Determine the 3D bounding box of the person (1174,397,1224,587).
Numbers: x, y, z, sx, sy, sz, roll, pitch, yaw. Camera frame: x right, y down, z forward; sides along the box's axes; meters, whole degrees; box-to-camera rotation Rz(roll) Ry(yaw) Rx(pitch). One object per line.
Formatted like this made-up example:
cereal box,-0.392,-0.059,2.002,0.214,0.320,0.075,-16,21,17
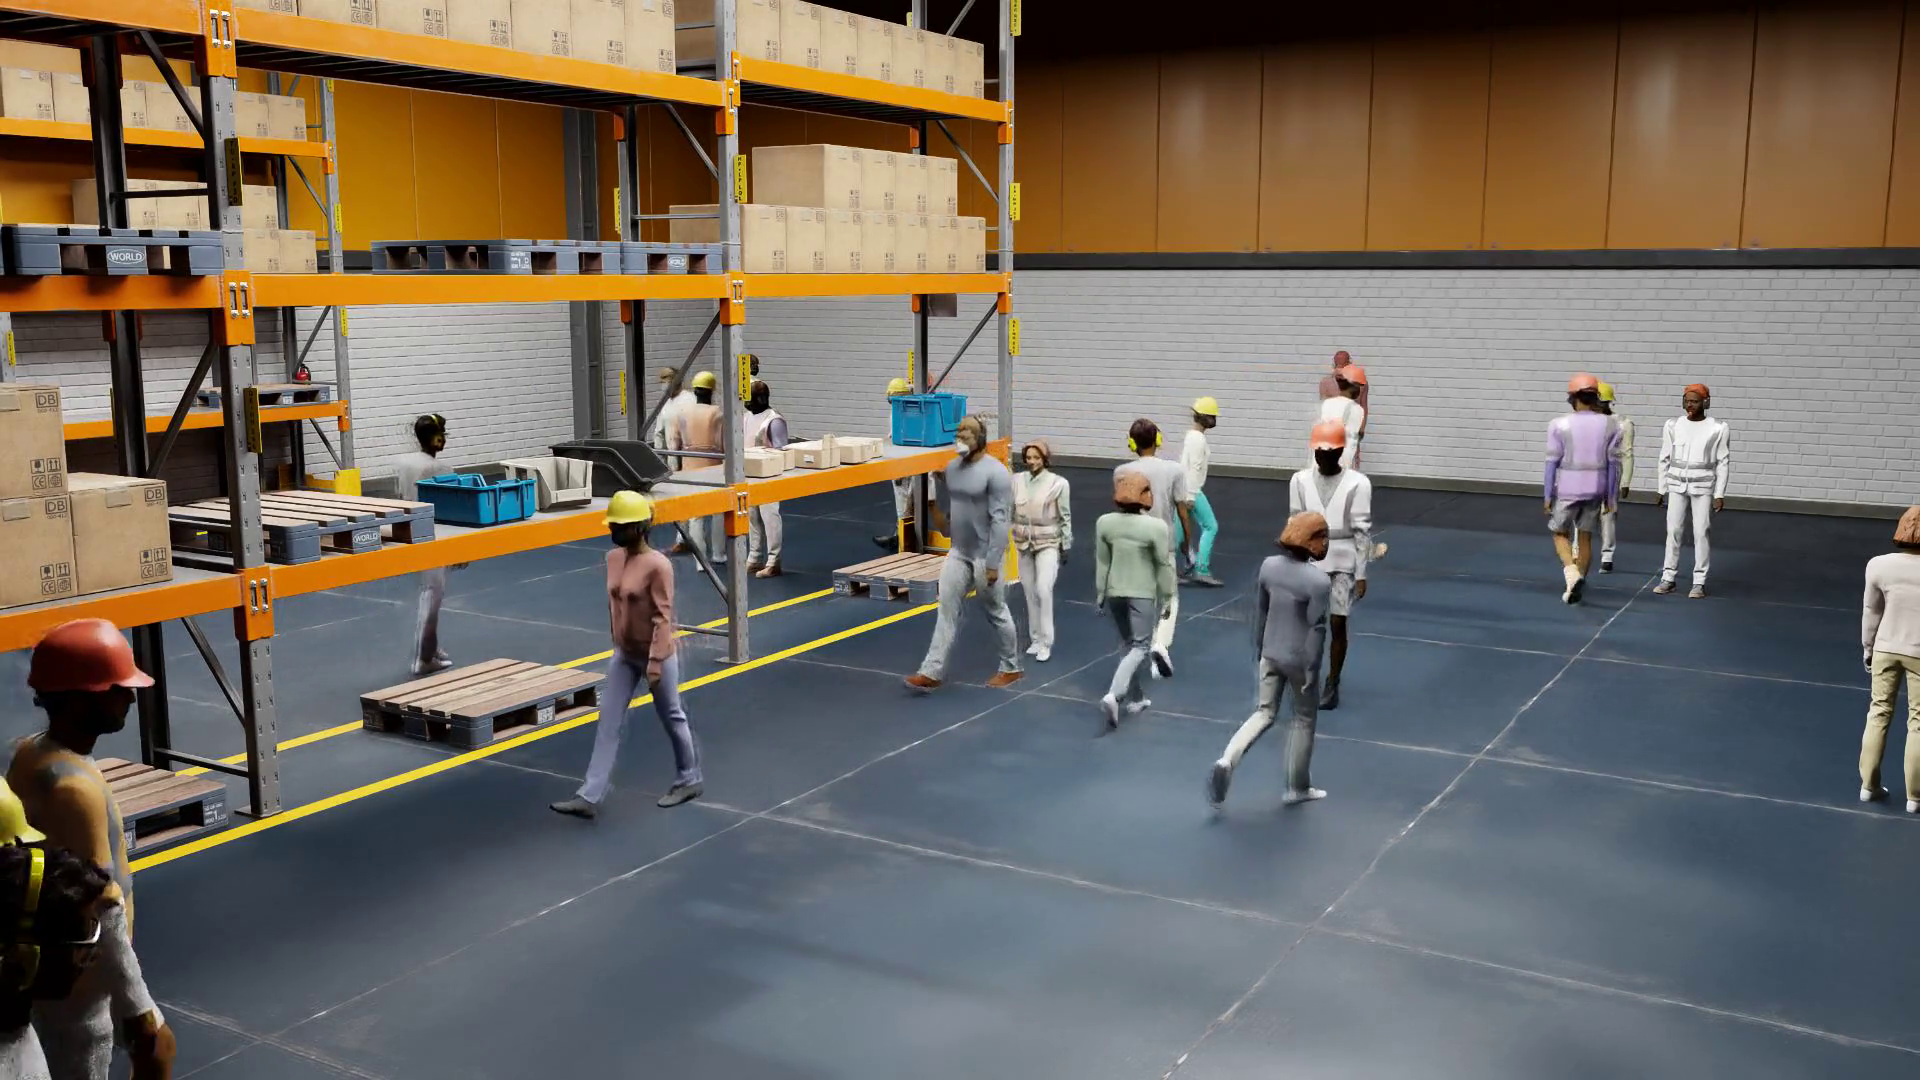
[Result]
person,2.138,-0.427,15.054,0.648,1.727,0.534,0,9,-2

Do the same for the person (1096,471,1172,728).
person,1.069,0.363,10.505,0.509,1.606,0.745,6,11,33

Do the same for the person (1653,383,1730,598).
person,6.419,-0.431,14.600,0.578,1.882,0.346,8,12,41

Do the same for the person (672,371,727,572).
person,-2.445,-0.668,15.987,0.605,1.902,0.696,0,9,1

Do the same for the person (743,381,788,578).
person,-1.880,-0.567,15.582,0.429,1.840,0.636,-8,12,-40

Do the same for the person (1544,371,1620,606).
person,5.247,-0.408,14.040,0.610,2.018,0.620,1,9,3

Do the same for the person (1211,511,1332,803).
person,1.674,0.643,8.745,0.693,1.605,0.540,-7,11,-36

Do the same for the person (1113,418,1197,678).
person,1.346,0.083,11.565,0.600,1.827,0.559,2,9,13

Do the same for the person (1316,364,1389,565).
person,3.684,-0.706,16.022,1.099,1.968,0.616,-6,11,-34

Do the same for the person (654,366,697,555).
person,-2.881,-0.800,16.808,0.663,1.909,0.708,8,12,42

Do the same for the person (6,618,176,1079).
person,-2.317,1.154,4.615,0.768,1.906,0.584,-6,11,-34

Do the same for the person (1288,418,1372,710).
person,2.377,0.167,10.766,0.559,1.916,0.480,4,10,25

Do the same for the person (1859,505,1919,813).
person,5.031,0.624,8.819,0.277,1.629,0.496,-7,11,-36

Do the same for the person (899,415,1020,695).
person,0.041,0.112,11.195,0.930,1.890,0.652,-8,12,-40

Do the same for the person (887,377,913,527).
person,-0.633,-0.853,17.673,0.319,1.742,0.492,4,10,23

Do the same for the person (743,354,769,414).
person,-2.588,-1.385,20.679,0.624,1.847,0.429,9,13,44

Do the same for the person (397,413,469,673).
person,-3.758,0.018,11.906,0.550,1.847,0.577,5,10,30

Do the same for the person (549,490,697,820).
person,-1.713,0.604,8.623,0.549,1.714,0.892,7,12,38

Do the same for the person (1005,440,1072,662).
person,0.526,0.081,12.223,0.510,1.618,0.632,5,10,26

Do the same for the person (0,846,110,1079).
person,-1.825,1.446,3.017,0.632,1.839,0.581,-6,11,-32

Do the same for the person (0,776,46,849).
person,-2.286,1.389,3.675,0.613,1.743,0.546,-8,12,-42

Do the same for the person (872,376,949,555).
person,-0.458,-0.734,16.472,0.972,1.884,0.572,4,10,22

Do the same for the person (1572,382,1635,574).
person,6.072,-0.592,15.812,0.608,1.821,0.420,9,13,44

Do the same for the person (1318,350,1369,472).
person,4.670,-1.369,20.402,0.636,1.903,0.405,-1,9,-9
